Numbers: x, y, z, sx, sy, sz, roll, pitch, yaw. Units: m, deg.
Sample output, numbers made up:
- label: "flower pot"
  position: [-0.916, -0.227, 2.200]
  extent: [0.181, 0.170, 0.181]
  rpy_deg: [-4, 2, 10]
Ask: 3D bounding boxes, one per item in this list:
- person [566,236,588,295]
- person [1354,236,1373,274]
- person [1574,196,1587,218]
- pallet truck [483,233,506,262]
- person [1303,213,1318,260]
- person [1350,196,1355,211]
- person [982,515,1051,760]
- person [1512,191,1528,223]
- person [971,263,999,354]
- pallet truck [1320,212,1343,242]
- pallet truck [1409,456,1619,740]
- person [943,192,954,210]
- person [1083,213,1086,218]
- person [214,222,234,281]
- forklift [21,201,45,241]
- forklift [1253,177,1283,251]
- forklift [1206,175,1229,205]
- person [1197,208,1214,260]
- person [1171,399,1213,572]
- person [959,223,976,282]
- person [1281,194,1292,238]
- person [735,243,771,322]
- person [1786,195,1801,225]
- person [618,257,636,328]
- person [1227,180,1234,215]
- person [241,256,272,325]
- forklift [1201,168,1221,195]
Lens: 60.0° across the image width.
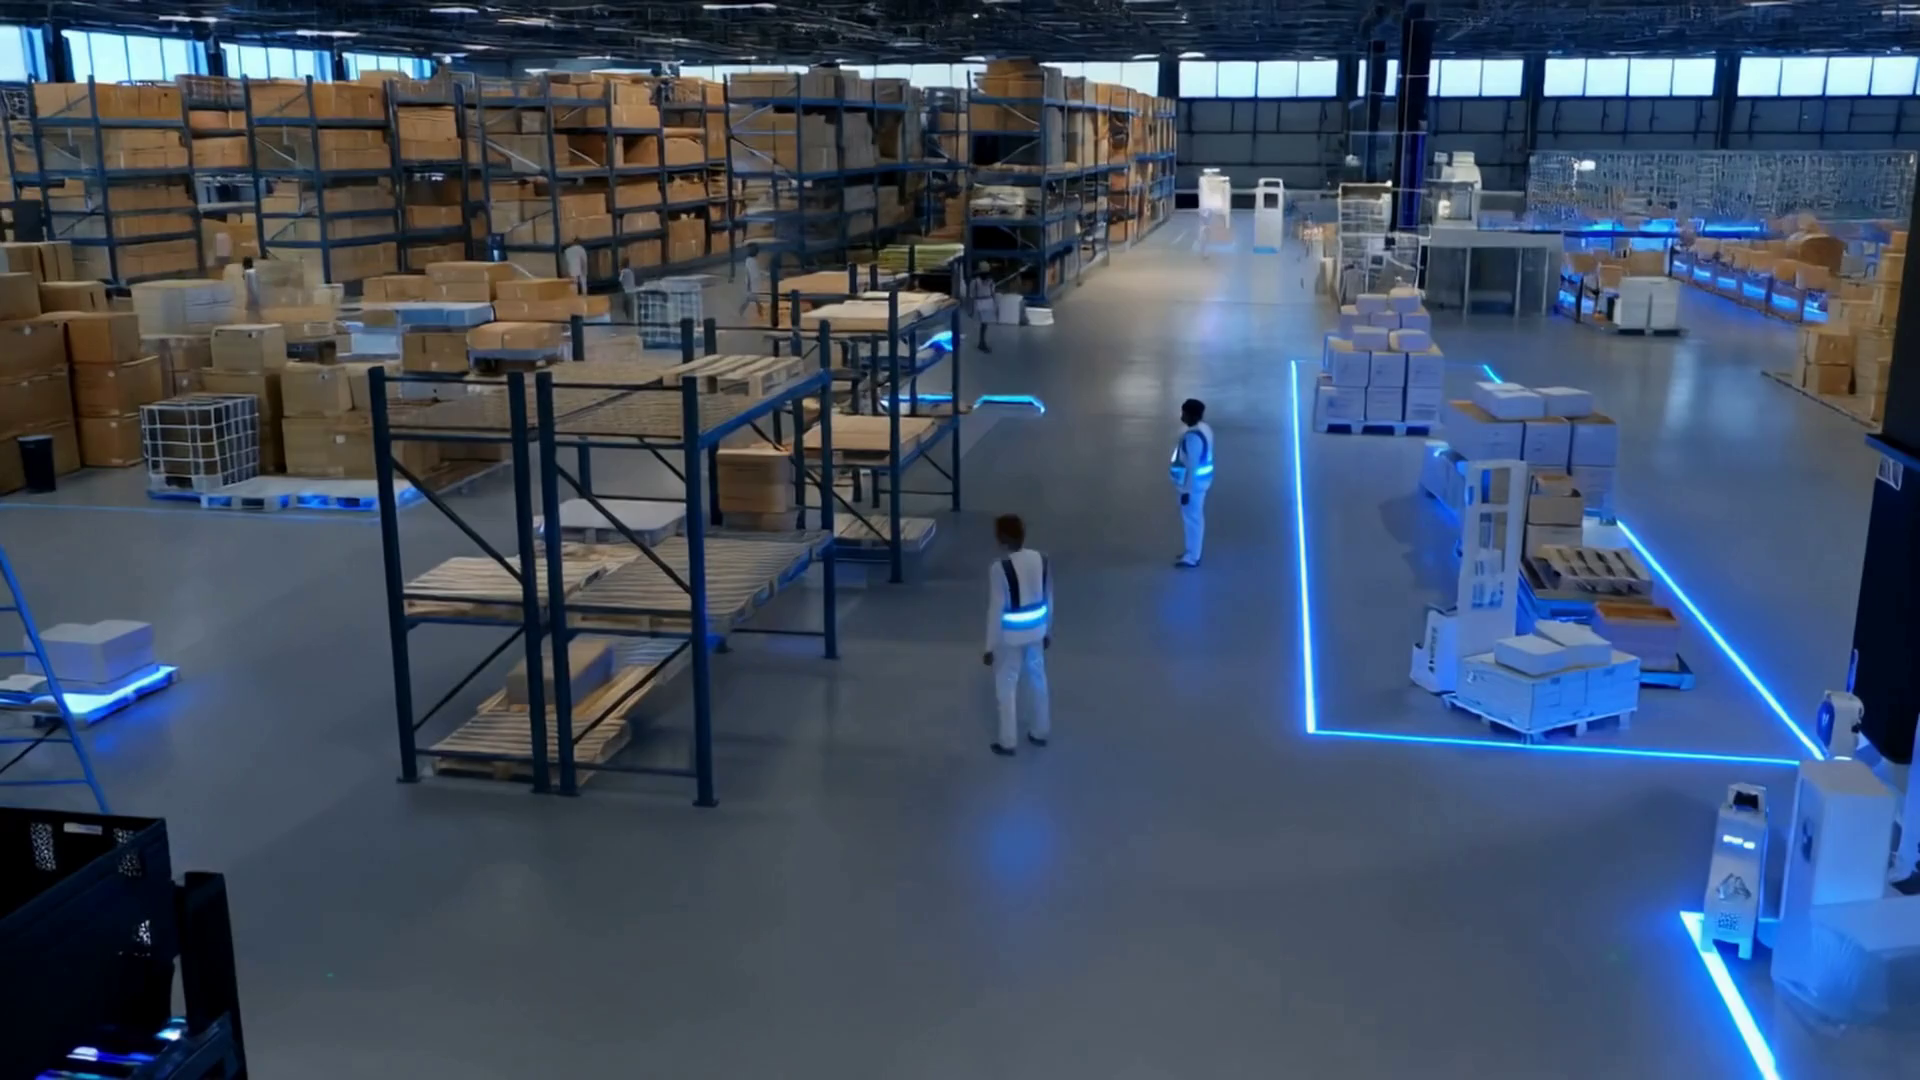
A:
- label: "person"
  position: [-10.100, -7.039, 43.840]
  extent: [0.643, 1.900, 0.704]
  rpy_deg: [4, 14, 15]
- label: "person"
  position: [11.385, -7.712, 46.947]
  extent: [0.535, 1.700, 0.318]
  rpy_deg: [8, 16, 30]
- label: "person"
  position: [26.927, -14.010, 72.232]
  extent: [0.565, 1.837, 0.401]
  rpy_deg: [-2, 14, -9]
- label: "pallet truck"
  position: [-11.832, -7.026, 43.548]
  extent: [1.885, 1.965, 0.823]
  rpy_deg: [8, 16, 28]
- label: "person"
  position: [12.710, -11.015, 60.379]
  extent: [0.557, 1.671, 0.656]
  rpy_deg: [4, 14, 15]
- label: "person"
  position: [20.655, -17.777, 87.743]
  extent: [0.485, 1.735, 0.346]
  rpy_deg: [-11, 17, -37]
- label: "person"
  position: [0.472, 0.720, 12.416]
  extent: [0.687, 1.864, 0.352]
  rpy_deg: [-11, 18, -38]
- label: "person"
  position: [25.781, -15.077, 76.486]
  extent: [0.659, 1.864, 0.930]
  rpy_deg: [-5, 15, -20]
- label: "person"
  position: [0.520, -4.899, 35.149]
  extent: [0.562, 1.889, 0.986]
  rpy_deg: [-5, 15, -19]
- label: "pallet truck"
  position: [15.874, -13.227, 70.310]
  extent: [0.680, 1.201, 1.601]
  rpy_deg: [10, 17, 35]
- label: "pallet truck"
  position: [4.504, 0.400, 13.395]
  extent: [0.823, 1.965, 1.885]
  rpy_deg: [-6, 15, -23]
- label: "person"
  position: [-0.582, -17.477, 86.413]
  extent: [0.596, 1.795, 0.910]
  rpy_deg: [2, 14, 8]
- label: "person"
  position: [5.773, -15.445, 77.914]
  extent: [0.407, 1.906, 0.655]
  rpy_deg: [-9, 16, -31]
- label: "person"
  position: [-22.008, -8.497, 49.666]
  extent: [0.619, 1.940, 1.056]
  rpy_deg: [3, 14, 13]
- label: "forklift"
  position: [-23.929, -7.381, 43.171]
  extent: [1.873, 2.768, 1.129]
  rpy_deg: [-5, 15, -19]
- label: "forklift"
  position: [12.083, -12.747, 64.956]
  extent: [1.129, 2.768, 1.873]
  rpy_deg: [3, 14, 10]
- label: "forklift"
  position: [10.510, -13.539, 68.171]
  extent: [1.129, 2.768, 1.873]
  rpy_deg: [3, 14, 10]
- label: "person"
  position: [8.901, -11.130, 60.469]
  extent: [0.650, 1.875, 0.924]
  rpy_deg: [-6, 15, -23]
- label: "person"
  position: [2.461, -0.586, 17.721]
  extent: [0.429, 1.844, 0.626]
  rpy_deg: [4, 14, 16]
- label: "person"
  position: [0.278, -8.893, 51.325]
  extent: [0.401, 1.905, 0.642]
  rpy_deg: [-11, 18, -38]
- label: "person"
  position: [14.195, -14.140, 72.622]
  extent: [0.614, 1.911, 0.977]
  rpy_deg: [-1, 14, -6]
- label: "person"
  position: [-5.124, -6.332, 40.898]
  extent: [0.943, 1.926, 0.614]
  rpy_deg: [2, 14, 7]
- label: "person"
  position: [37.269, -14.511, 74.377]
  extent: [0.628, 1.788, 0.577]
  rpy_deg: [1, 14, 3]
- label: "person"
  position: [-7.927, -5.878, 39.518]
  extent: [0.460, 1.680, 0.559]
  rpy_deg: [5, 15, 18]
- label: "person"
  position: [14.810, -19.074, 92.658]
  extent: [0.881, 1.915, 0.551]
  rpy_deg: [5, 15, 19]
- label: "person"
  position: [-15.858, -5.427, 37.320]
  extent: [0.976, 1.878, 0.603]
  rpy_deg: [-4, 15, -17]
- label: "forklift"
  position: [12.240, -16.774, 81.306]
  extent: [1.129, 2.768, 1.873]
  rpy_deg: [3, 14, 10]
